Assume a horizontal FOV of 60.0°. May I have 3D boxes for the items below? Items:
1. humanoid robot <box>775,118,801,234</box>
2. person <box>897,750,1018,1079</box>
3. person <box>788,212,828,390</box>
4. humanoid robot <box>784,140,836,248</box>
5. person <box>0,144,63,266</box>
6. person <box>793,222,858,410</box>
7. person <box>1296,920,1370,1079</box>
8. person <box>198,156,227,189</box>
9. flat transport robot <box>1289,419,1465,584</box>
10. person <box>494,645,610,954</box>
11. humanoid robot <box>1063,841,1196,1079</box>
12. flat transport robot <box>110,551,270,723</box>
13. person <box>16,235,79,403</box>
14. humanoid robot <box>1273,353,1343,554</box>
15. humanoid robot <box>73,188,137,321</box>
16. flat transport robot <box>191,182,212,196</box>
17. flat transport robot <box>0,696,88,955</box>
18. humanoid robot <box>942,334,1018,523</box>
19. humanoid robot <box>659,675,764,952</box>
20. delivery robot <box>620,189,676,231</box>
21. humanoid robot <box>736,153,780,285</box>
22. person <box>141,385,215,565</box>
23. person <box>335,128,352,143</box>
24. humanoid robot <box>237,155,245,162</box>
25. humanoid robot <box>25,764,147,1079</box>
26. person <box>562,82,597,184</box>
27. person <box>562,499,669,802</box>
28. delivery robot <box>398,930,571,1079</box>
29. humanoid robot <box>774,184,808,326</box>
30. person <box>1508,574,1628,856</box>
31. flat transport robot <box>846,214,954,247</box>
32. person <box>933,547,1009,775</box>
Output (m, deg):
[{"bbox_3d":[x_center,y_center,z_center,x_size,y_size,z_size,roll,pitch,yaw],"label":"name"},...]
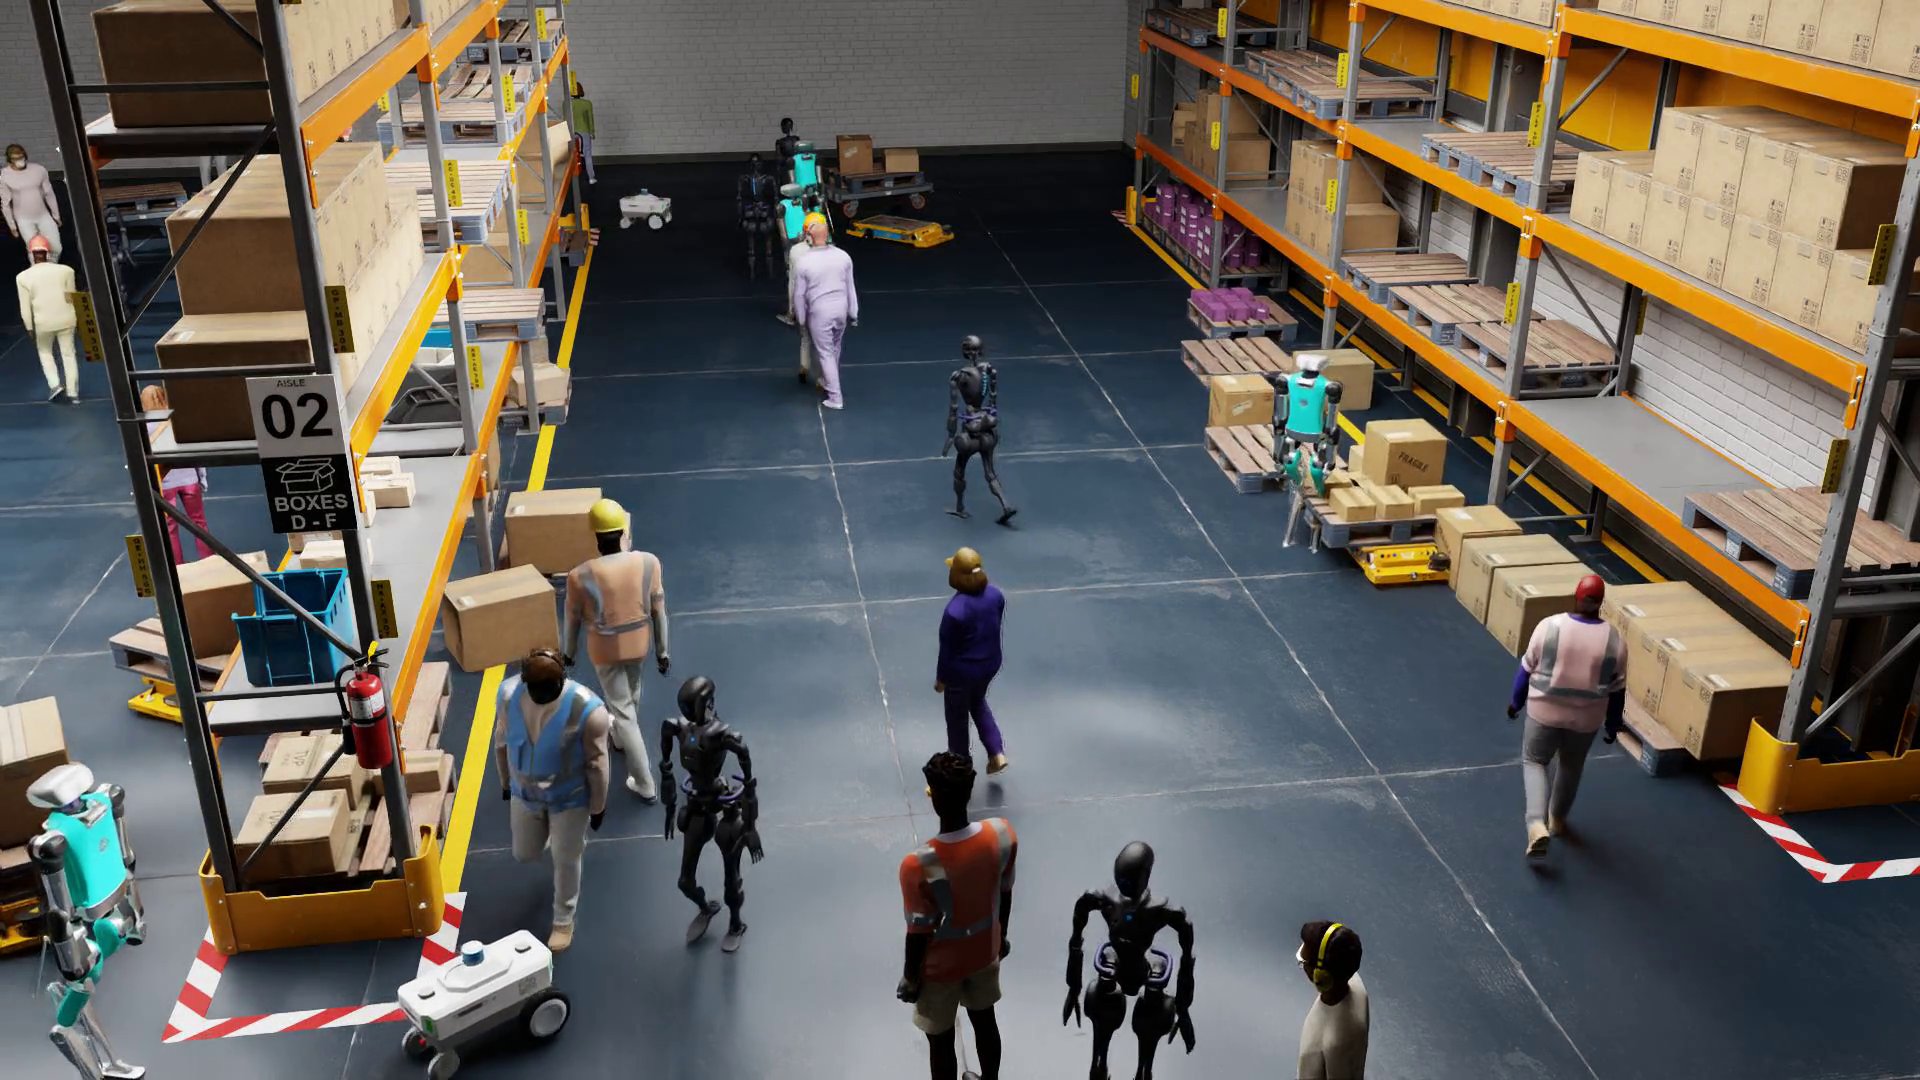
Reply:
[{"bbox_3d":[-2.410,-5.180,23.725,0.319,1.647,0.610,18,29,35],"label":"humanoid robot"},{"bbox_3d":[-0.022,1.823,7.416,0.611,1.962,0.361,-17,29,-34],"label":"person"},{"bbox_3d":[-1.499,-2.487,17.341,0.595,1.876,0.432,9,25,20],"label":"person"},{"bbox_3d":[-1.850,-4.184,21.491,0.549,1.853,0.766,-18,30,-35],"label":"humanoid robot"},{"bbox_3d":[-11.501,-3.963,20.650,0.662,1.920,0.454,-21,31,-39],"label":"person"},{"bbox_3d":[-1.401,-2.309,16.991,0.653,1.858,0.926,-15,28,-30],"label":"person"},{"bbox_3d":[1.400,2.281,6.503,0.334,1.862,0.517,6,24,13],"label":"person"},{"bbox_3d":[-11.577,-6.132,25.706,0.430,1.837,0.624,21,31,39],"label":"person"},{"bbox_3d":[3.475,-0.023,13.731,0.659,0.231,1.431,-3,24,-8],"label":"flat transport robot"},{"bbox_3d":[-2.112,1.297,8.804,0.660,1.808,0.577,5,24,12],"label":"person"},{"bbox_3d":[0.754,2.021,7.339,0.610,1.653,0.316,7,25,16],"label":"humanoid robot"},{"bbox_3d":[-5.035,0.868,11.699,0.659,0.231,1.431,10,26,22],"label":"flat transport robot"},{"bbox_3d":[-9.265,-2.246,16.983,0.565,1.726,0.415,-19,30,-36],"label":"person"},{"bbox_3d":[2.835,-0.695,13.464,0.530,1.806,0.703,12,26,25],"label":"humanoid robot"},{"bbox_3d":[-10.082,-3.392,19.636,0.599,1.657,0.315,-8,25,-18],"label":"humanoid robot"},{"bbox_3d":[-11.351,-5.571,26.369,0.659,0.231,1.431,21,31,39],"label":"flat transport robot"},{"bbox_3d":[-5.487,1.903,9.343,0.659,0.231,1.431,-14,27,-28],"label":"flat transport robot"},{"bbox_3d":[0.170,-0.919,14.053,0.696,1.633,0.589,21,32,40],"label":"humanoid robot"},{"bbox_3d":[-1.283,1.430,8.679,0.607,1.647,0.328,9,25,20],"label":"humanoid robot"},{"bbox_3d":[-4.584,-4.828,24.325,0.801,0.598,0.499,5,24,11],"label":"delivery robot"},{"bbox_3d":[-2.586,-4.115,21.286,0.599,1.655,0.315,3,24,8],"label":"humanoid robot"},{"bbox_3d":[-6.112,-0.414,12.930,0.498,1.629,0.287,-16,28,-32],"label":"person"},{"bbox_3d":[-8.393,-4.937,23.108,0.600,1.724,0.572,-12,27,-26],"label":"person"},{"bbox_3d":[-9.046,-4.389,21.859,0.530,1.729,0.991,-15,28,-31],"label":"humanoid robot"},{"bbox_3d":[-4.121,1.839,7.681,0.694,1.818,0.538,4,24,9],"label":"humanoid robot"},{"bbox_3d":[-6.188,-6.621,27.075,0.495,1.626,0.284,0,24,-1],"label":"person"},{"bbox_3d":[-2.146,0.625,10.253,0.586,1.877,0.972,-16,29,-33],"label":"person"},{"bbox_3d":[-2.345,2.249,8.221,0.789,0.613,0.499,-21,31,-39],"label":"delivery robot"},{"bbox_3d":[-1.711,-3.205,19.183,1.027,1.736,0.537,14,27,29],"label":"humanoid robot"},{"bbox_3d":[3.477,1.013,9.544,0.609,1.733,0.705,5,24,12],"label":"person"},{"bbox_3d":[-0.858,-4.410,23.725,1.431,0.231,0.659,15,28,31],"label":"flat transport robot"},{"bbox_3d":[0.056,0.789,10.193,0.487,1.606,0.392,-20,31,-38],"label":"person"}]
